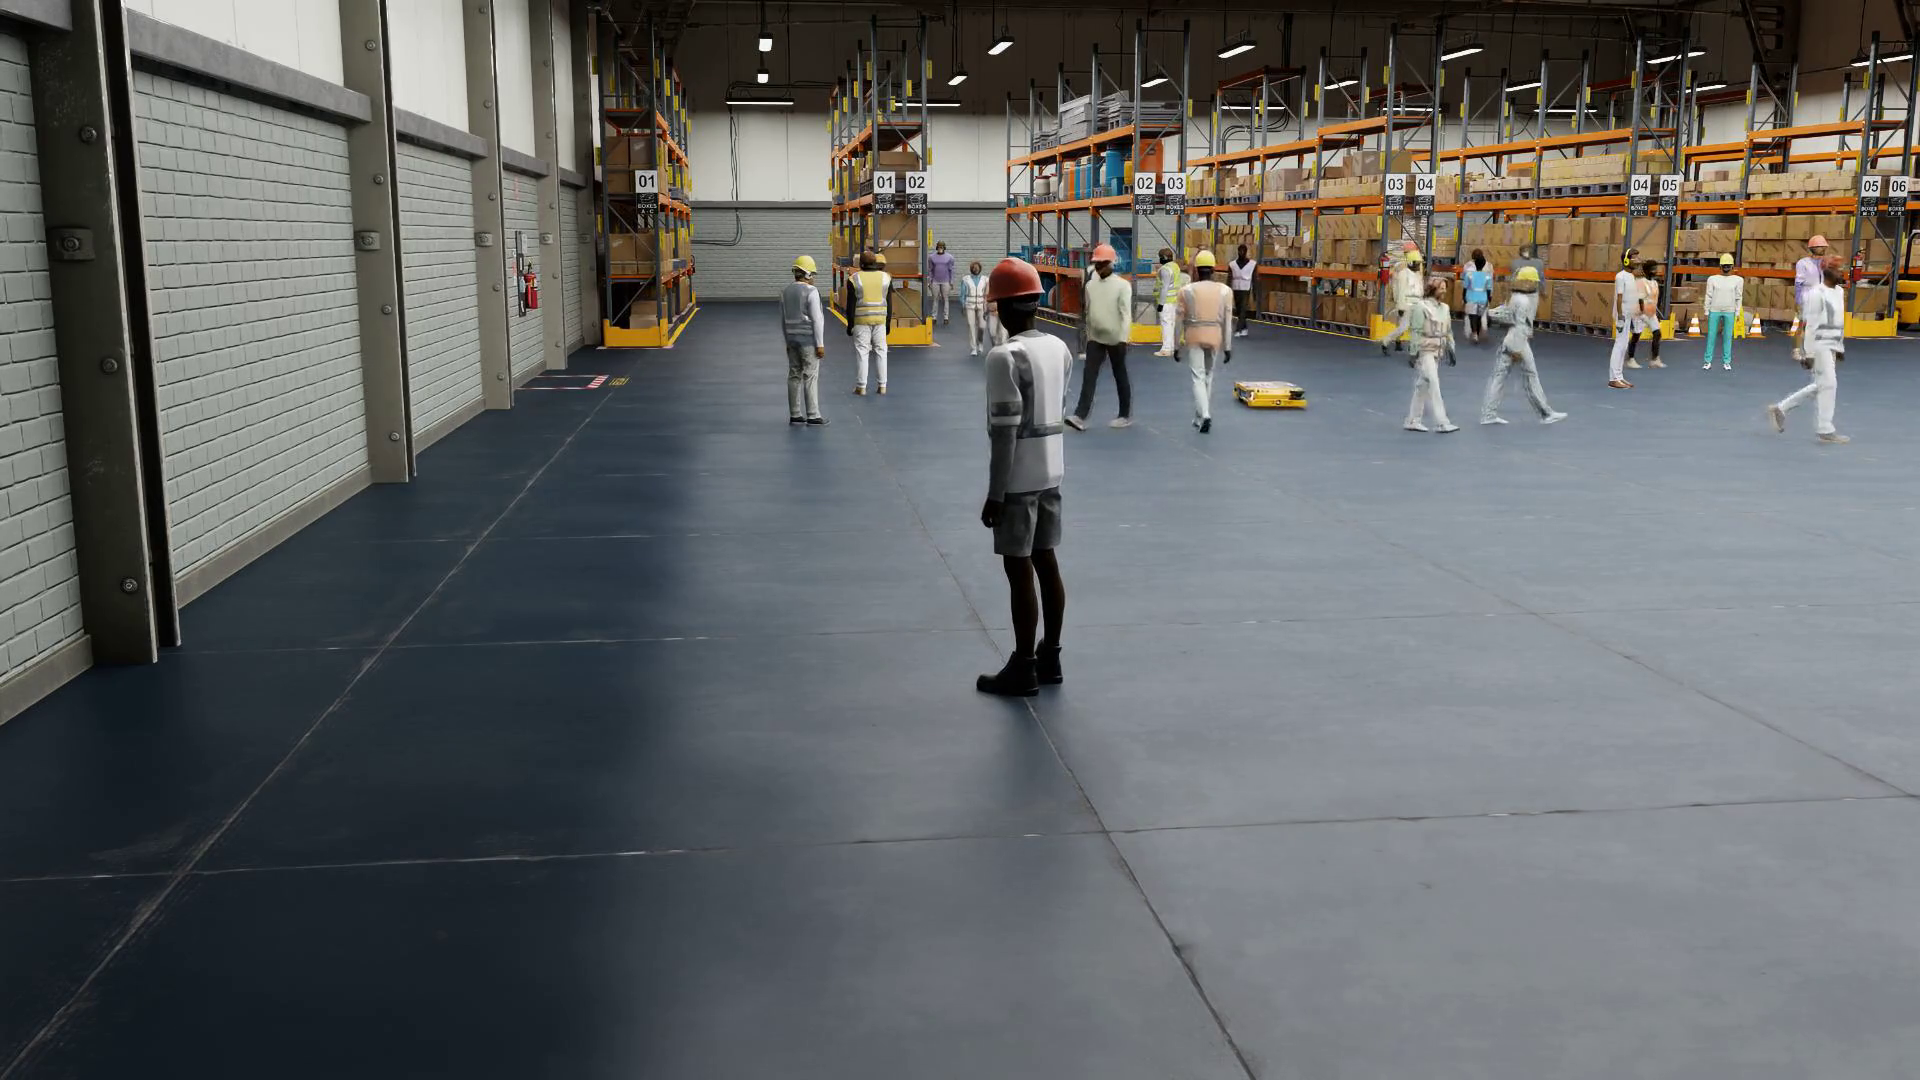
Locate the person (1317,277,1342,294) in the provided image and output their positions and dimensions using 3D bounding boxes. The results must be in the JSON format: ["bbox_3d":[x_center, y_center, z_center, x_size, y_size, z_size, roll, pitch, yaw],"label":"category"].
[{"bbox_3d":[9.542,-6.742,42.891,0.636,1.908,1.006,2,11,13],"label":"person"}]

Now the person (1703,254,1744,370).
[{"bbox_3d":[11.670,-3.484,25.451,0.525,1.769,0.311,4,11,22],"label":"person"}]

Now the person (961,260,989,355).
[{"bbox_3d":[0.266,-3.982,28.554,0.523,1.626,0.367,-1,10,-5],"label":"person"}]

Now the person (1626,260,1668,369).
[{"bbox_3d":[10.557,-3.431,25.417,0.542,1.673,0.712,-7,12,-33],"label":"person"}]

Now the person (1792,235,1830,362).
[{"bbox_3d":[13.850,-3.912,27.021,0.615,2.047,0.357,-2,11,-13],"label":"person"}]

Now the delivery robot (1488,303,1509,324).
[{"bbox_3d":[11.993,-5.002,36.834,0.477,0.478,0.707,-1,10,-7],"label":"delivery robot"}]

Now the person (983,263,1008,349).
[{"bbox_3d":[0.641,-3.657,26.781,0.538,1.620,0.471,1,10,5],"label":"person"}]

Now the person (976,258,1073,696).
[{"bbox_3d":[0.265,-0.272,7.381,0.376,1.933,0.545,7,13,35],"label":"person"}]

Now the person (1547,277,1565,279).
[{"bbox_3d":[17.857,-7.979,49.554,0.668,1.964,0.699,3,11,16],"label":"person"}]

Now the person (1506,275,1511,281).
[{"bbox_3d":[16.820,-8.150,50.603,0.672,1.915,0.658,-2,10,-10],"label":"person"}]

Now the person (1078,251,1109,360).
[{"bbox_3d":[2.264,-3.908,27.681,0.498,1.792,0.935,9,13,40],"label":"person"}]

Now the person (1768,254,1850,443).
[{"bbox_3d":[8.531,-1.910,16.581,0.583,1.858,0.780,-10,14,-43],"label":"person"}]

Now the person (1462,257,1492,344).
[{"bbox_3d":[9.854,-4.565,31.676,0.522,1.655,0.862,1,10,4],"label":"person"}]

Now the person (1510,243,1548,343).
[{"bbox_3d":[10.906,-4.733,31.946,0.701,1.898,0.678,0,10,2],"label":"person"}]

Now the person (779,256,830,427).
[{"bbox_3d":[-1.662,-2.128,17.856,0.589,1.824,0.403,9,14,42],"label":"person"}]

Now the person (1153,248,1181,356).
[{"bbox_3d":[3.512,-4.050,28.359,0.429,1.838,0.621,5,12,26],"label":"person"}]

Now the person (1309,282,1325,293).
[{"bbox_3d":[11.090,-8.221,51.323,0.839,1.811,0.567,1,10,8],"label":"person"}]

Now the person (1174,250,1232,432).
[{"bbox_3d":[2.557,-2.084,17.437,0.596,1.896,0.921,-1,10,-6],"label":"person"}]

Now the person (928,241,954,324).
[{"bbox_3d":[-0.446,-5.982,38.674,0.627,1.937,0.372,1,10,7],"label":"person"}]

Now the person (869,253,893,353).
[{"bbox_3d":[-1.442,-4.180,29.309,0.528,1.740,0.781,-3,11,-18],"label":"person"}]

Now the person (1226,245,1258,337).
[{"bbox_3d":[5.752,-5.085,33.939,0.608,1.877,0.990,5,12,26],"label":"person"}]

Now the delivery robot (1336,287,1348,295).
[{"bbox_3d":[11.390,-7.332,49.604,0.707,0.478,0.477,3,11,17],"label":"delivery robot"}]

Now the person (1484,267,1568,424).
[{"bbox_3d":[6.122,-2.079,17.941,0.902,1.697,0.496,0,10,-1],"label":"person"}]

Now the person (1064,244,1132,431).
[{"bbox_3d":[1.499,-2.114,17.451,0.642,1.937,1.008,9,14,40],"label":"person"}]

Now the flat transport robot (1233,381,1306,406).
[{"bbox_3d":[3.758,-1.789,20.253,0.652,0.197,1.431,0,10,1],"label":"flat transport robot"}]

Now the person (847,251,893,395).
[{"bbox_3d":[-1.177,-2.794,21.462,0.622,1.844,0.429,-4,11,-21],"label":"person"}]

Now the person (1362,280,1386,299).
[{"bbox_3d":[10.301,-6.492,41.305,0.611,1.996,0.378,2,11,10],"label":"person"}]

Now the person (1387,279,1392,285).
[{"bbox_3d":[12.377,-7.697,48.298,0.509,1.860,0.334,-4,11,-23],"label":"person"}]

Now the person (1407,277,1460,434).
[{"bbox_3d":[4.942,-1.891,17.118,0.545,1.602,0.782,-9,14,-41],"label":"person"}]

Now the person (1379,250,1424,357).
[{"bbox_3d":[7.404,-3.912,27.672,0.716,1.815,0.604,9,14,42],"label":"person"}]

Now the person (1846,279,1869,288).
[{"bbox_3d":[19.668,-5.524,36.479,0.558,1.828,1.042,1,10,5],"label":"person"}]

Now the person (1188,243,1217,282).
[{"bbox_3d":[5.346,-5.571,36.583,0.683,1.872,0.873,-1,10,-3],"label":"person"}]

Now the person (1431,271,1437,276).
[{"bbox_3d":[13.193,-7.471,46.685,0.527,1.991,0.676,6,12,28],"label":"person"}]

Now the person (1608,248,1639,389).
[{"bbox_3d":[8.960,-2.974,22.379,0.328,1.868,0.510,8,13,36],"label":"person"}]

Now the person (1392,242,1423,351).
[{"bbox_3d":[7.948,-4.316,29.538,0.544,1.939,0.354,6,12,31],"label":"person"}]

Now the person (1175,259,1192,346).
[{"bbox_3d":[4.118,-4.420,30.967,0.538,1.618,0.403,10,14,43],"label":"person"}]

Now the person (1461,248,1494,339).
[{"bbox_3d":[10.260,-4.878,32.975,0.634,1.818,0.833,0,10,1],"label":"person"}]
